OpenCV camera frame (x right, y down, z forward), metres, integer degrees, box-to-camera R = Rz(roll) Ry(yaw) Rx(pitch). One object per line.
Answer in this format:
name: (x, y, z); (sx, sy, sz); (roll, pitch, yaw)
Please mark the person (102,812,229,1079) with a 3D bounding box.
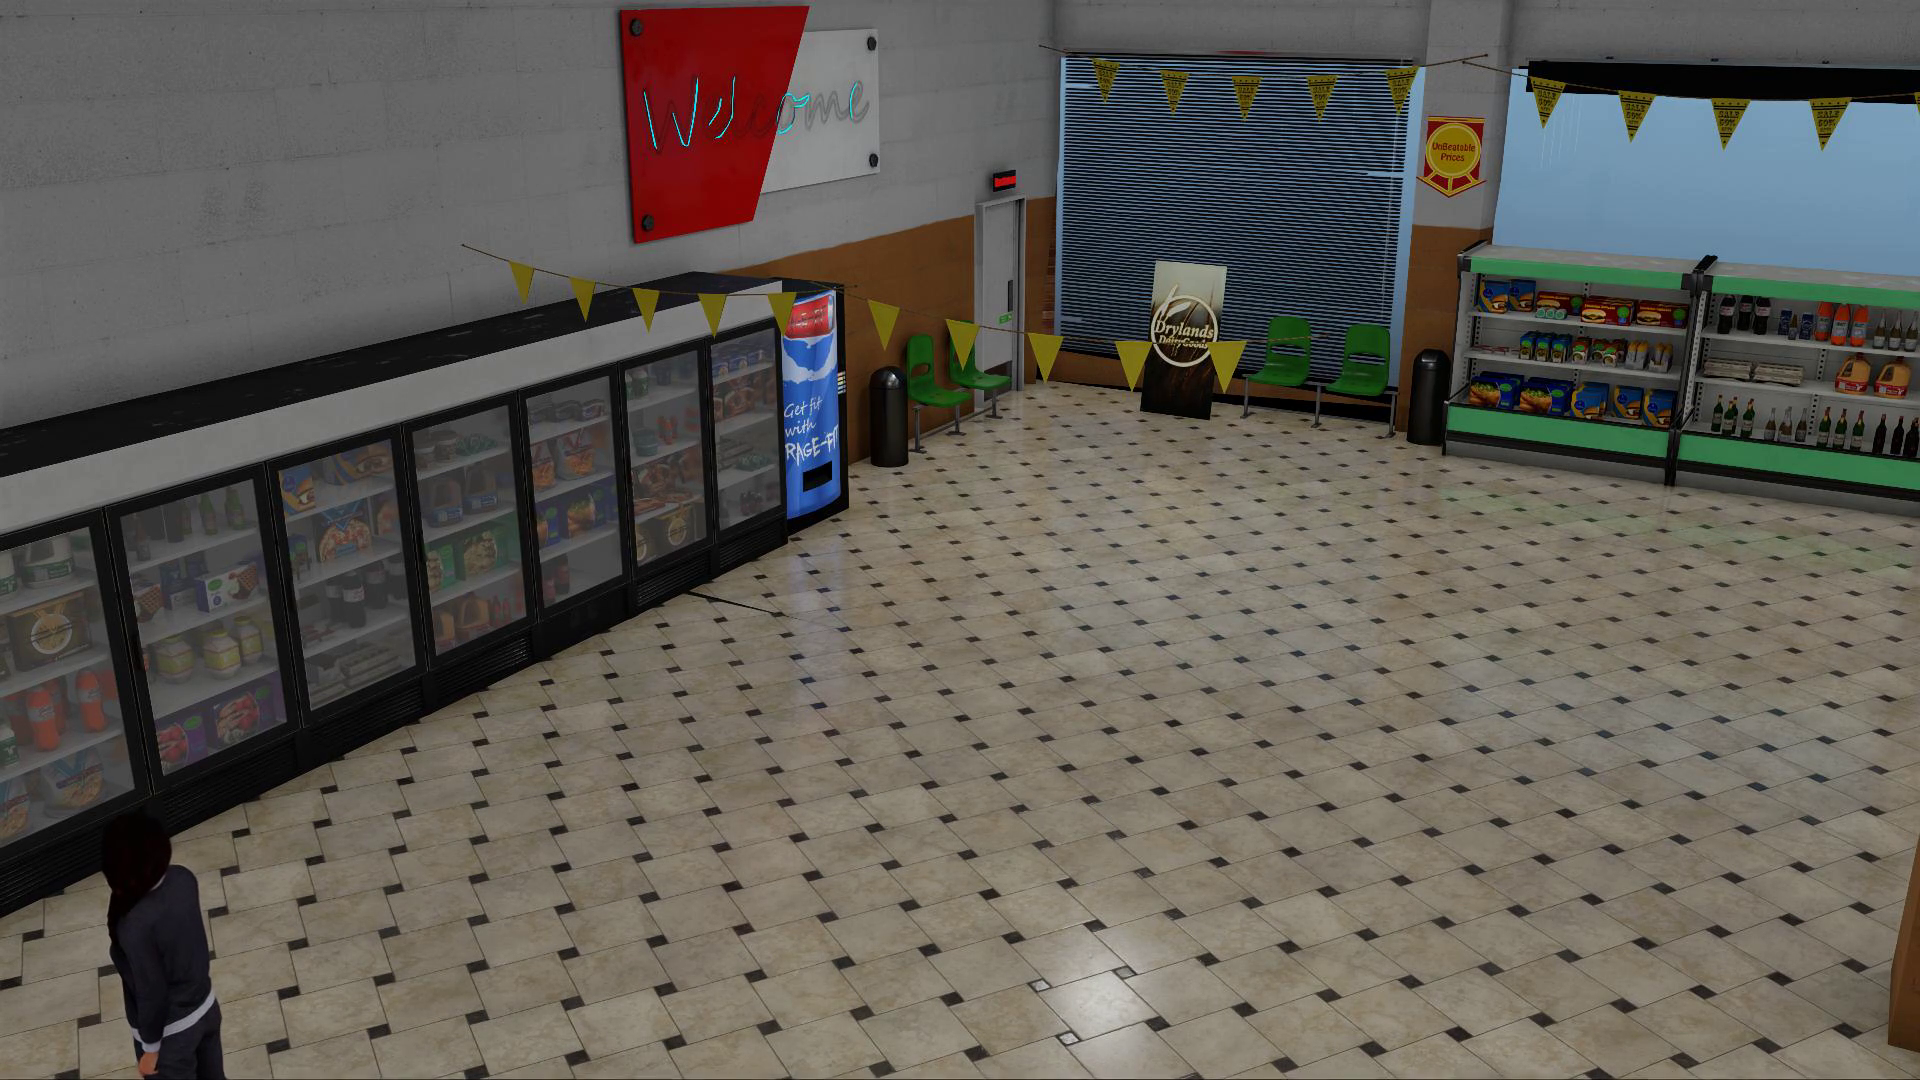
person: (-2.992, 1.832, 6.373); (0.673, 1.771, 0.684); (1, 19, 3)
